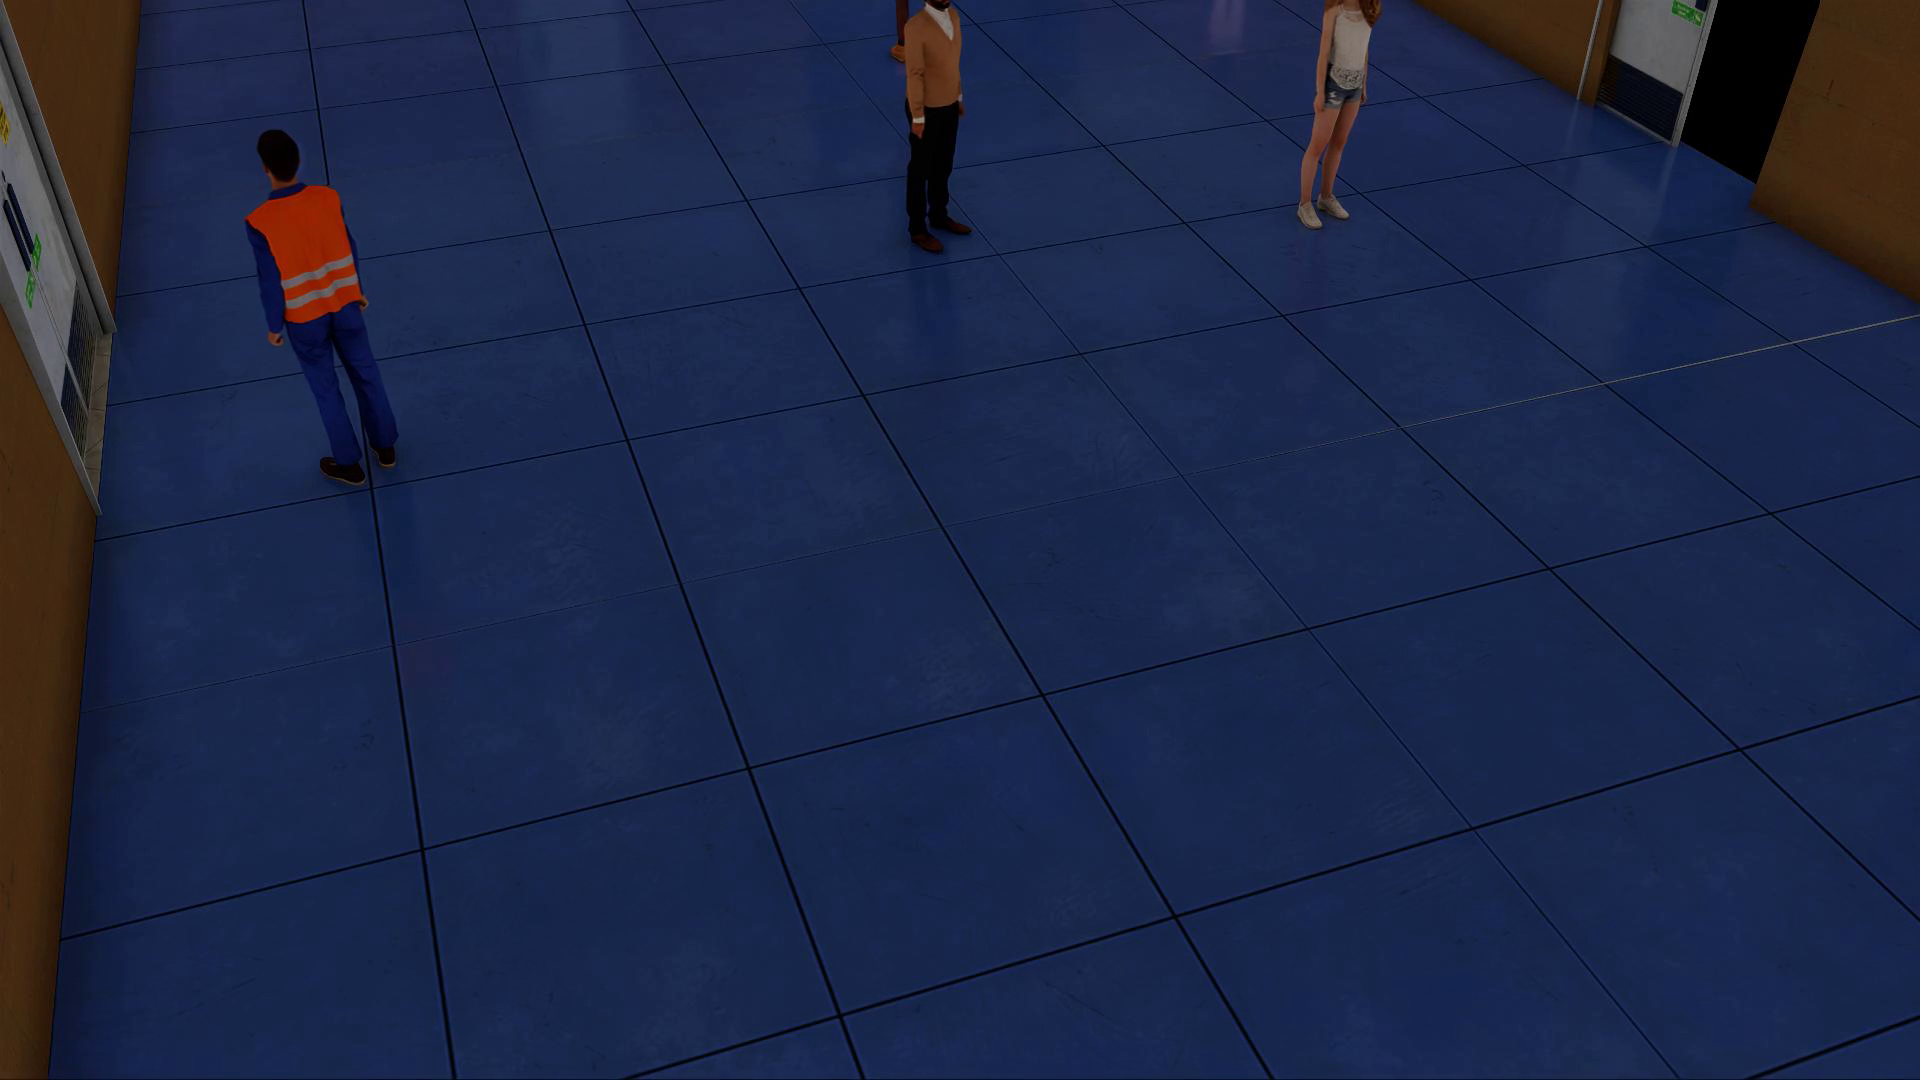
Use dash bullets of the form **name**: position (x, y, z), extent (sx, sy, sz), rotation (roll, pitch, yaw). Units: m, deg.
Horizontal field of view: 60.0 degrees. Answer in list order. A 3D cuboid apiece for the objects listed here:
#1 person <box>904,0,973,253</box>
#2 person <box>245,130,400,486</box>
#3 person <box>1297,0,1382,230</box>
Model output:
- **person**: position (-0.166, -2.706, 10.409), extent (0.818, 1.754, 0.726), rotation (23, 42, 27)
- **person**: position (-3.165, -1.131, 8.220), extent (0.848, 1.862, 0.722), rotation (28, 45, 32)
- **person**: position (2.410, -2.865, 10.650), extent (0.511, 1.719, 0.678), rotation (-21, 42, -25)
